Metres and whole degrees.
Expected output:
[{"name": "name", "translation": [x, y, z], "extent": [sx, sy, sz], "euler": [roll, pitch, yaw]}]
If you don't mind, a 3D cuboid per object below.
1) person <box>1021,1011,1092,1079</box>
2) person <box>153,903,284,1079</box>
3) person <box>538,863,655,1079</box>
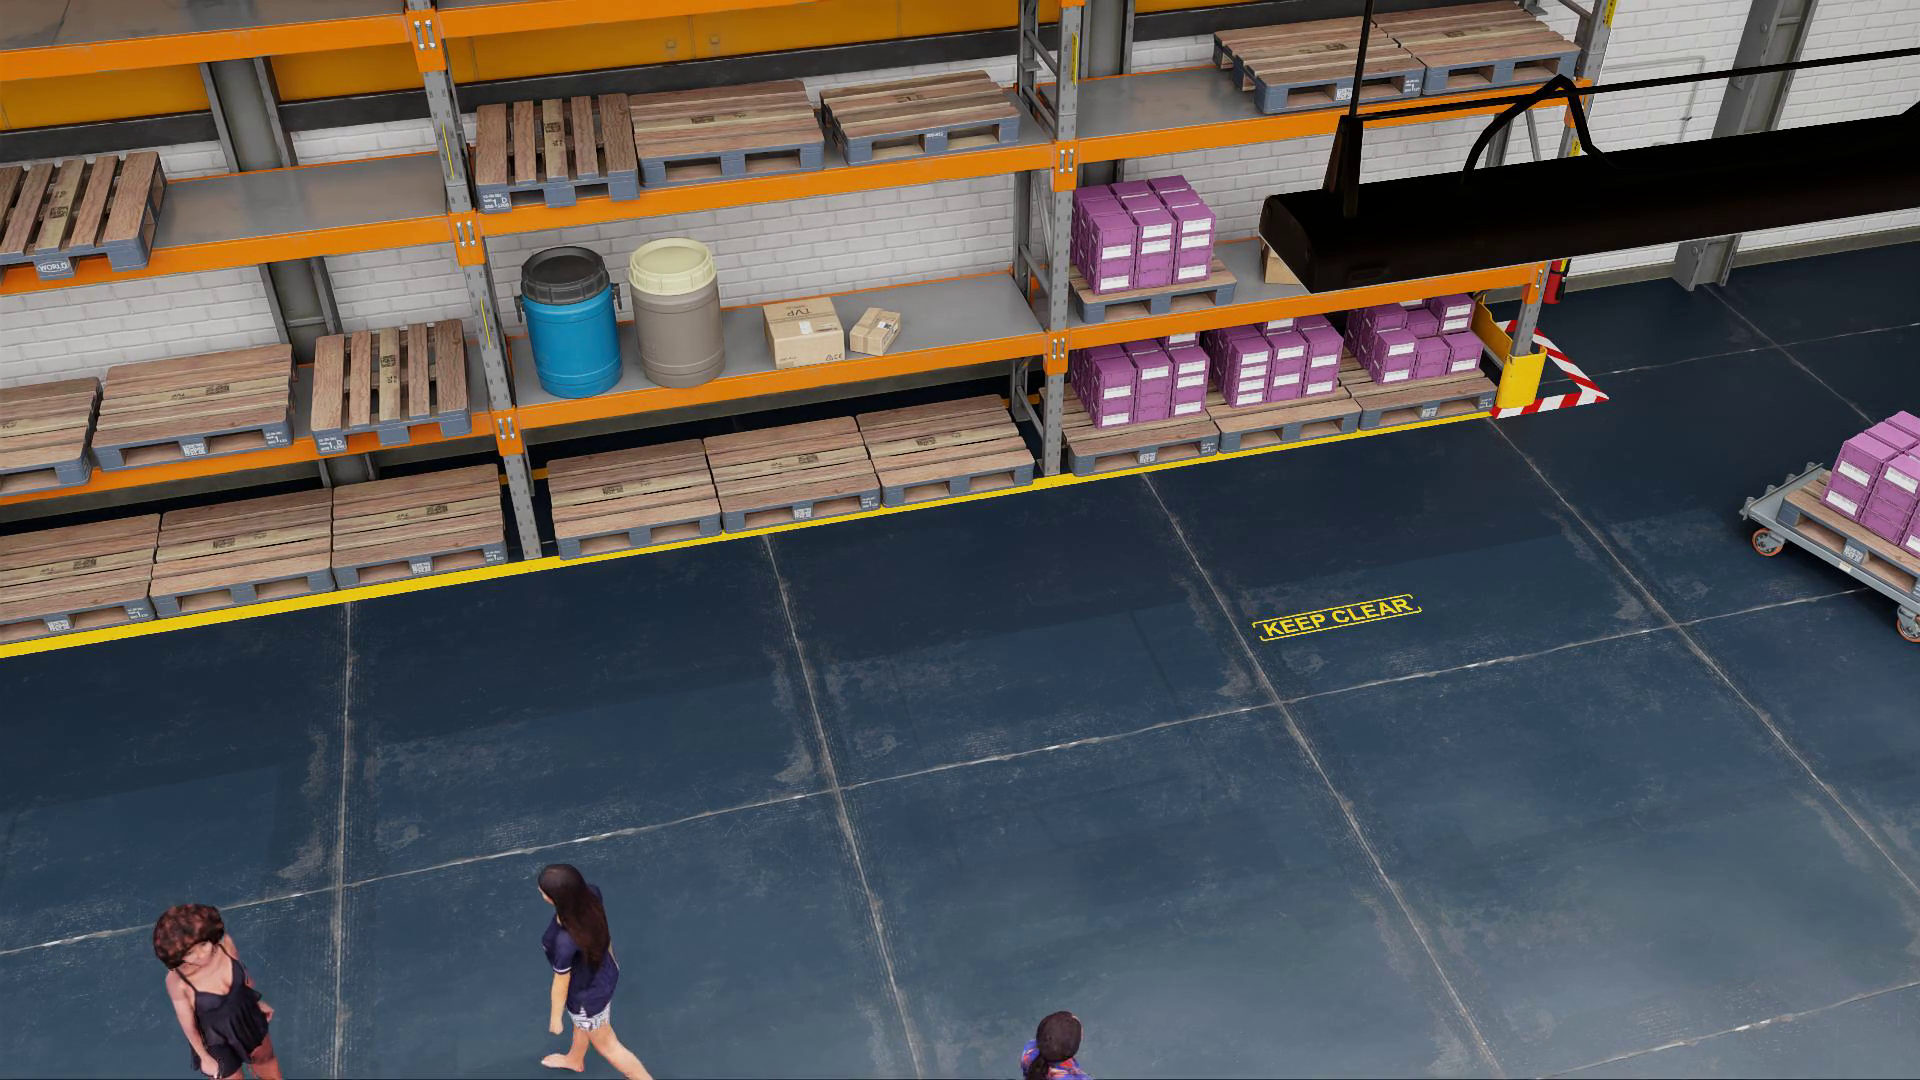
[{"name": "person", "translation": [0.374, 2.773, 7.547], "extent": [0.750, 1.731, 0.712], "euler": [-31, 48, -33]}, {"name": "person", "translation": [-3.534, 2.356, 8.017], "extent": [0.719, 1.797, 0.674], "euler": [14, 41, 17]}, {"name": "person", "translation": [-1.763, 2.242, 8.206], "extent": [1.062, 1.738, 0.881], "euler": [9, 39, 11]}]
